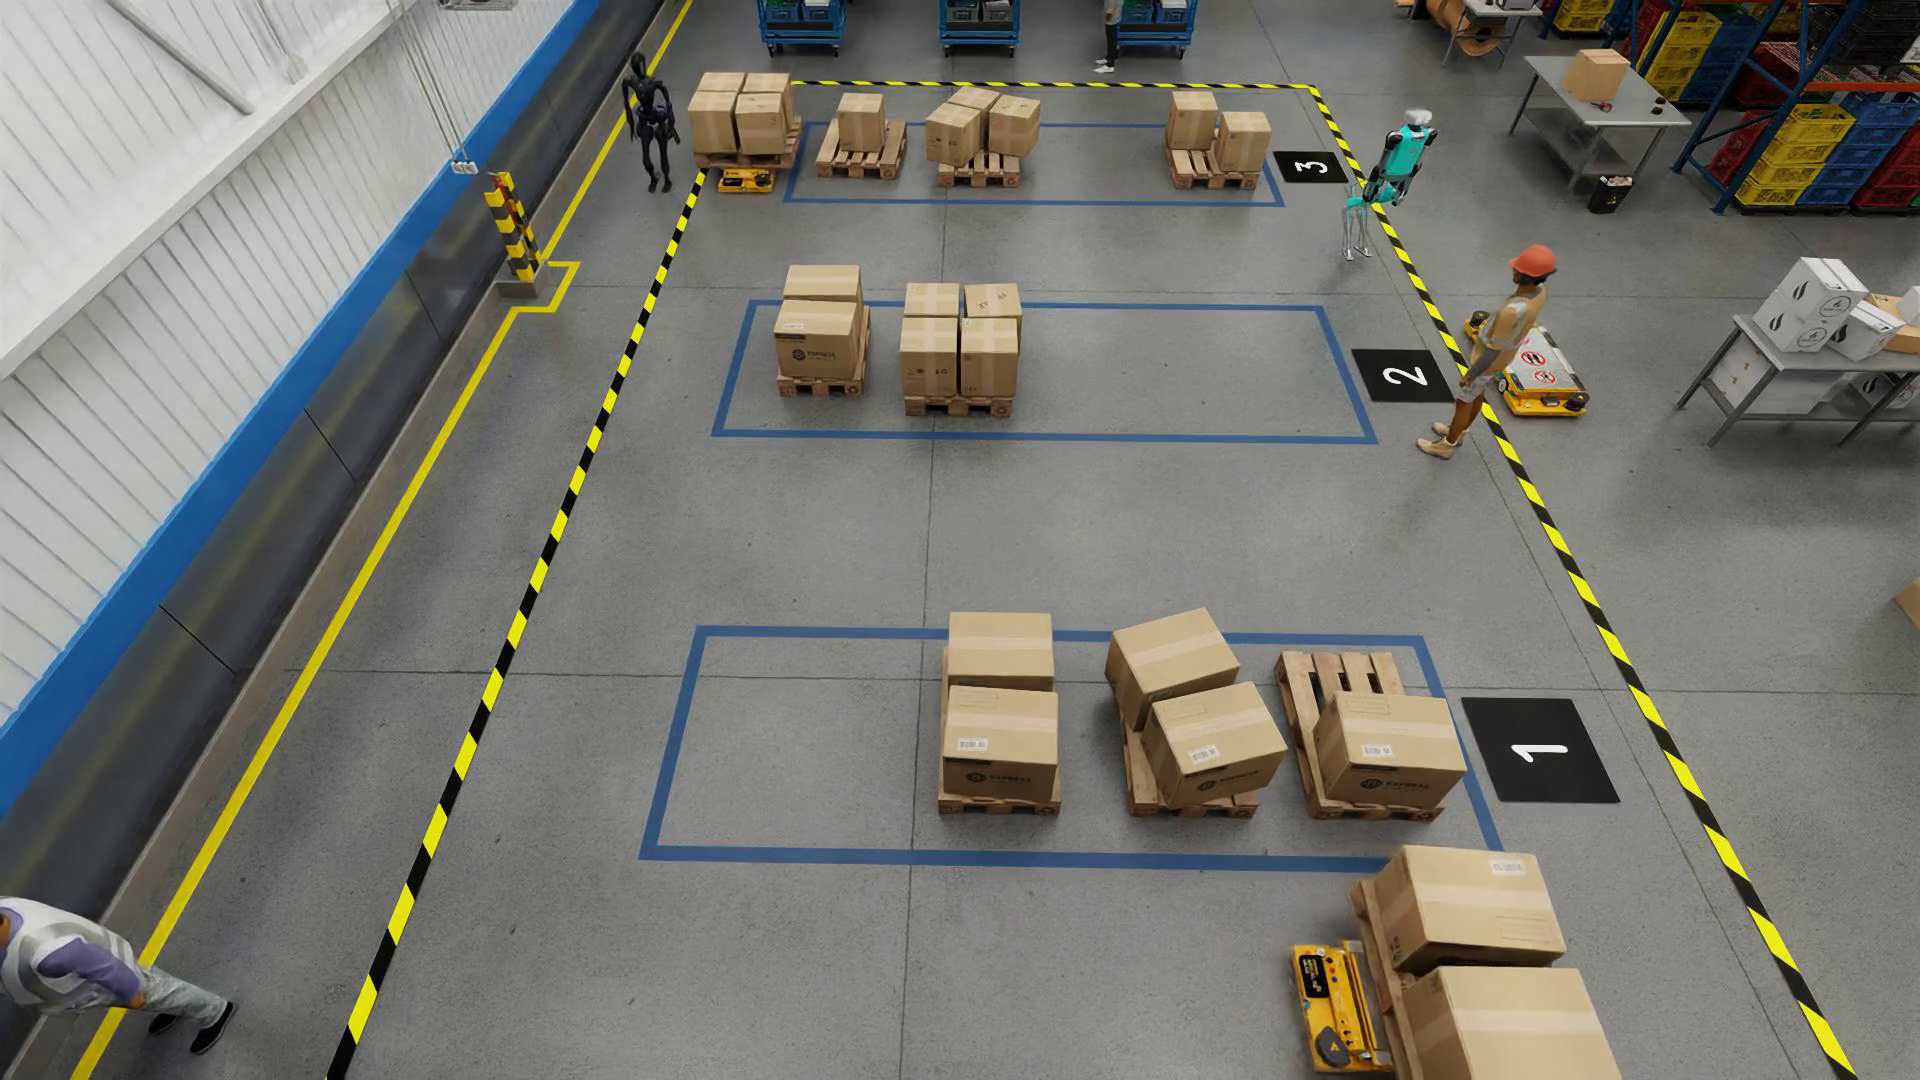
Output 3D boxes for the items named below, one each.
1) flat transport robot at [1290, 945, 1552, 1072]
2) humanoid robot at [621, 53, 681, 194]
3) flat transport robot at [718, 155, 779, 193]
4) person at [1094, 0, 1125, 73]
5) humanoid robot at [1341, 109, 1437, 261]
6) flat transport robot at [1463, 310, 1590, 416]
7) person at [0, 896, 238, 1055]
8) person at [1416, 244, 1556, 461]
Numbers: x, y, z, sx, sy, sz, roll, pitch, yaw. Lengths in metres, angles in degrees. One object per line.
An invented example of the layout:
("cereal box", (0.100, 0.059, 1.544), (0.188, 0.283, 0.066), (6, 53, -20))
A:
("flat transport robot", (2.690, 2.653, 5.218), (1.431, 0.197, 0.652), (1, 49, 1))
("humanoid robot", (-3.648, -4.918, 10.863), (0.607, 1.648, 0.370), (0, 49, 0))
("flat transport robot", (-2.657, -4.907, 11.762), (0.652, 0.197, 1.431), (1, 49, 1))
("person", (2.163, -7.718, 13.167), (0.401, 1.851, 0.589), (9, 50, 8))
("humanoid robot", (4.471, -3.850, 9.803), (0.533, 1.681, 0.735), (-11, 50, -9))
("flat transport robot", (5.573, -1.757, 9.054), (0.659, 0.231, 1.431), (1, 49, 1))
("person", (-4.387, 2.187, 4.605), (0.599, 1.829, 0.404), (16, 51, 14))
("person", (4.416, -1.535, 7.691), (0.613, 2.040, 0.371), (-36, 58, -27))
